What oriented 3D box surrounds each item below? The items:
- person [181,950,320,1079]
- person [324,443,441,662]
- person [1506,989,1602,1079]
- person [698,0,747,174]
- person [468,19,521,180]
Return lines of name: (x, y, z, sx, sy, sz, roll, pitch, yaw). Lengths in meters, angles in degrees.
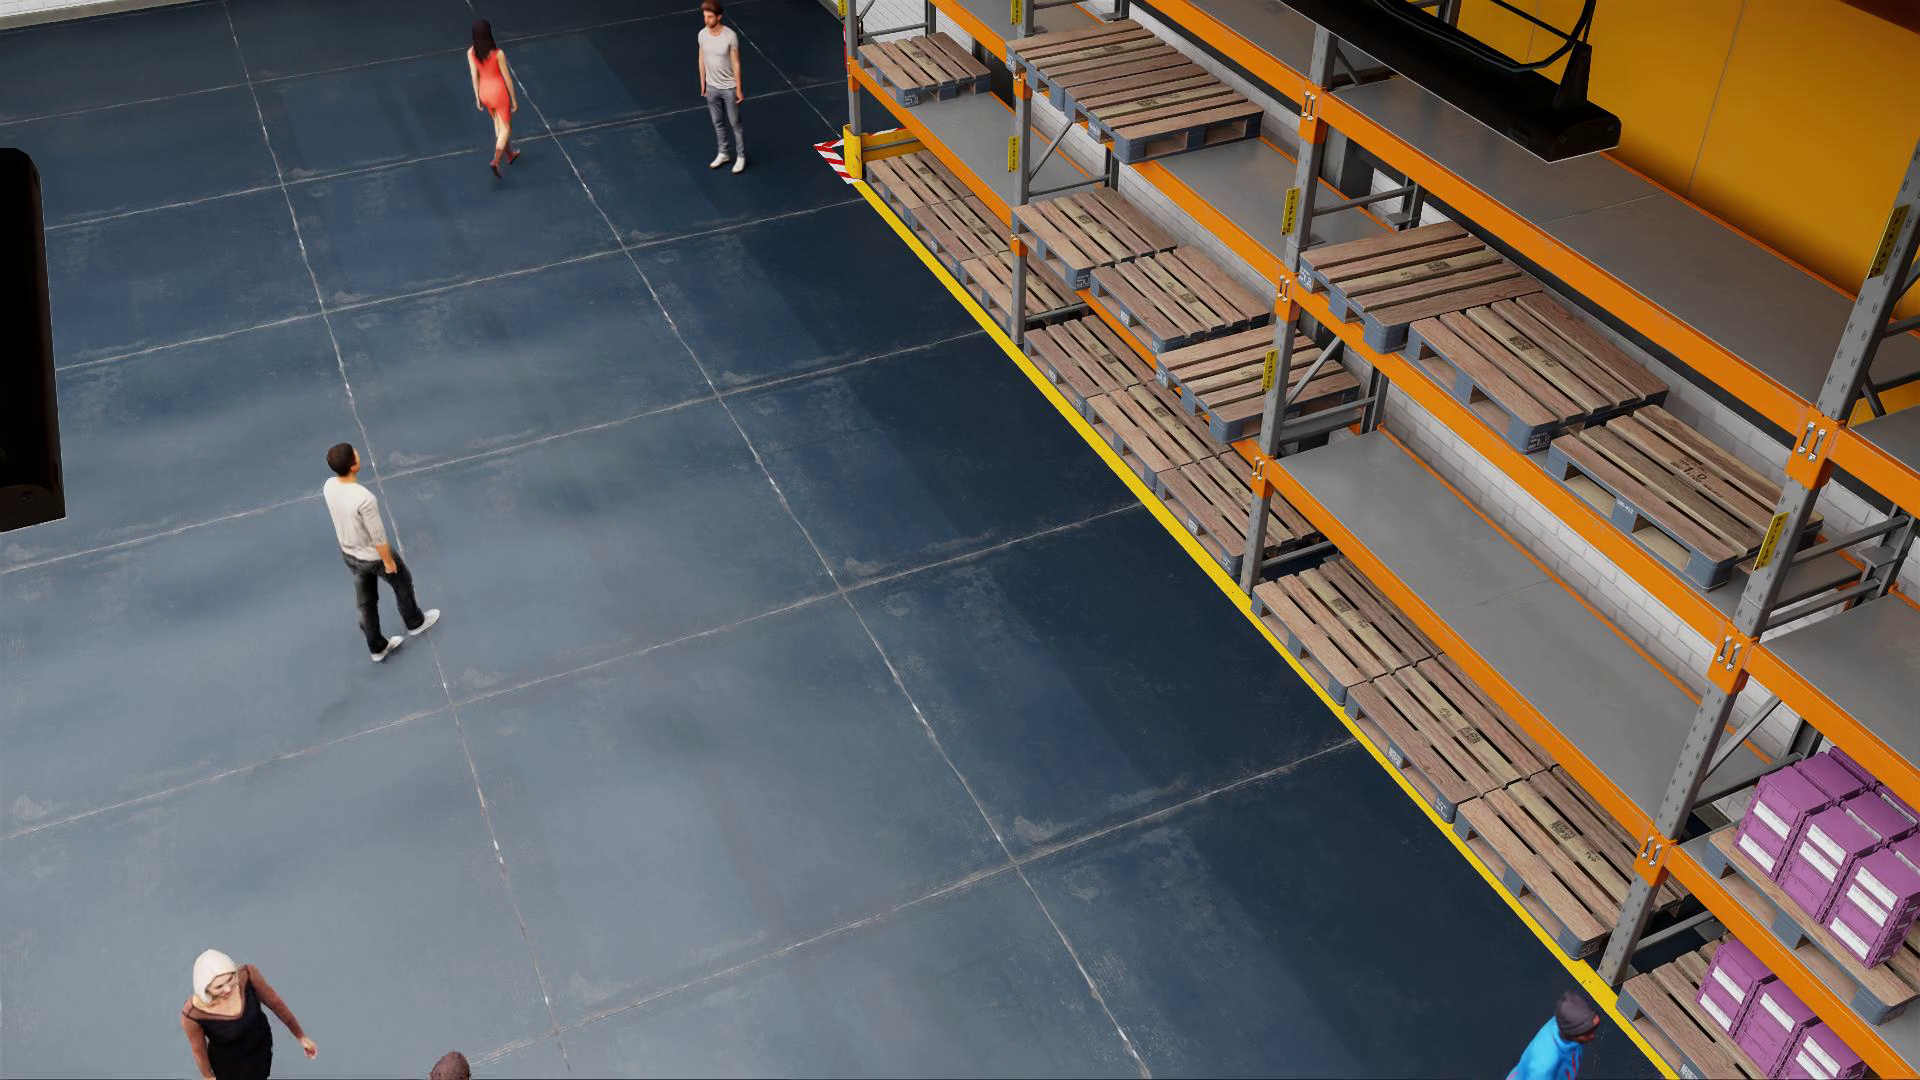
person: (-3.794, 2.641, 8.694, 1.103, 1.698, 0.943, 20, 43, 23)
person: (-4.250, 0.134, 11.751, 0.946, 1.799, 0.991, 18, 42, 21)
person: (2.801, 2.814, 8.436, 1.217, 1.748, 0.933, 29, 47, 31)
person: (-2.565, -4.934, 18.024, 0.740, 1.889, 0.803, 14, 41, 16)
person: (-5.037, -4.729, 17.921, 0.970, 1.699, 1.128, 6, 39, 7)
